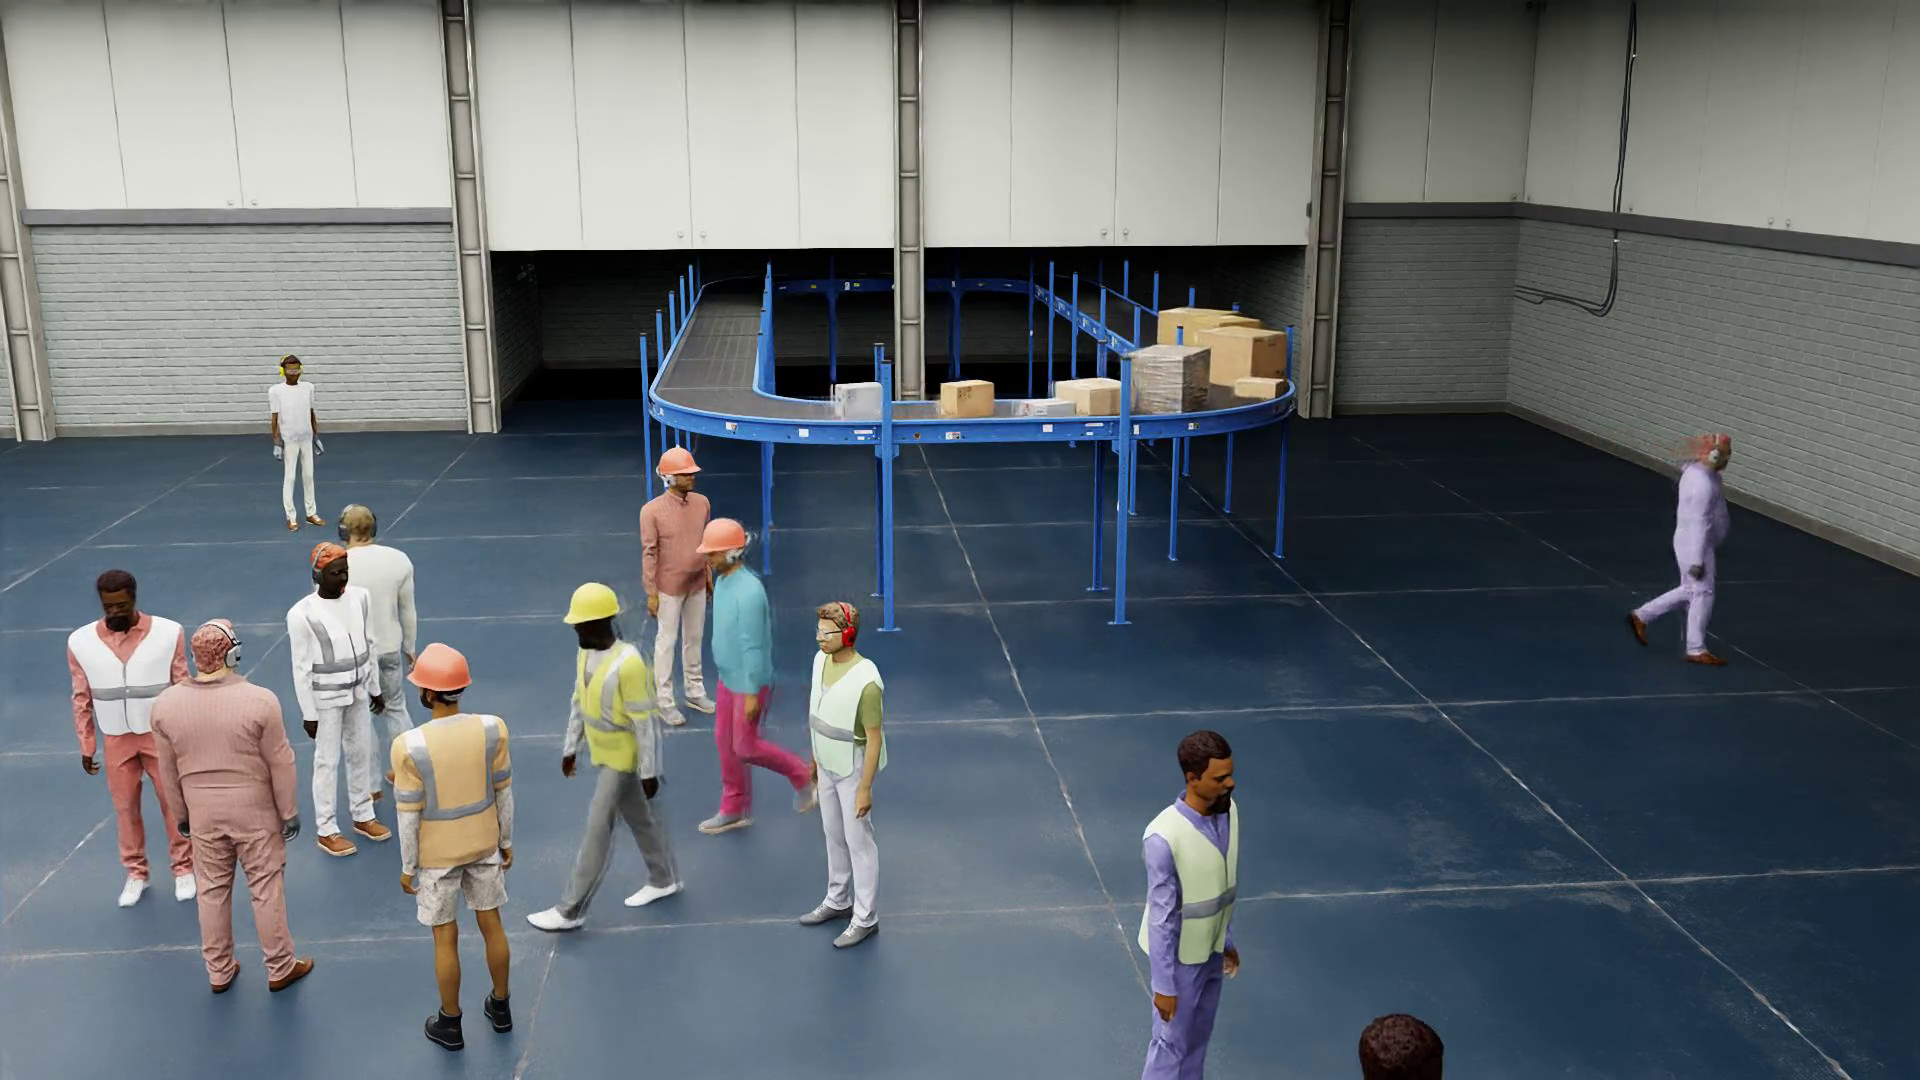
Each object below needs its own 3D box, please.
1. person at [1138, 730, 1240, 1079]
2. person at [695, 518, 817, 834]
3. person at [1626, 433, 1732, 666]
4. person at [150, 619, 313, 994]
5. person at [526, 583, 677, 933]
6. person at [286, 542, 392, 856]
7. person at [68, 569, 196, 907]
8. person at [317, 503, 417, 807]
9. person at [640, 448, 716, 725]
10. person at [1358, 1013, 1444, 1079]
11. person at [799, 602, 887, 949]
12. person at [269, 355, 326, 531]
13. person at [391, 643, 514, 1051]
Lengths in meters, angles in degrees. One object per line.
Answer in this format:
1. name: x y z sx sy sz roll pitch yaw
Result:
1. person: 0.930 1.671 6.714 0.391 1.920 0.587 10 17 34
2. person: -1.246 0.813 10.036 0.671 1.973 0.624 -8 16 -29
3. person: 5.789 0.060 13.237 0.676 1.886 0.647 4 15 17
4. person: -3.559 1.313 8.174 0.643 1.909 0.410 0 14 -1
5. person: -1.951 1.149 8.868 0.958 1.876 0.619 -10 17 -34
6. person: -3.654 0.926 9.796 0.351 1.878 0.568 7 16 26
7. person: -4.522 1.068 9.156 0.598 1.910 0.403 -5 15 -18
8. person: -3.728 0.718 10.509 0.382 1.932 0.637 12 18 39
9. person: -2.010 0.318 11.968 0.370 1.996 0.622 12 18 40
10. person: 1.109 2.194 4.650 0.383 1.910 0.596 3 14 12
11. person: -0.596 1.207 8.719 0.389 1.846 0.566 -10 17 -35
12. person: -7.036 -1.043 17.684 0.313 1.866 0.539 13 19 41
13. person: -2.337 1.411 7.710 0.551 1.940 0.349 -11 17 -36
